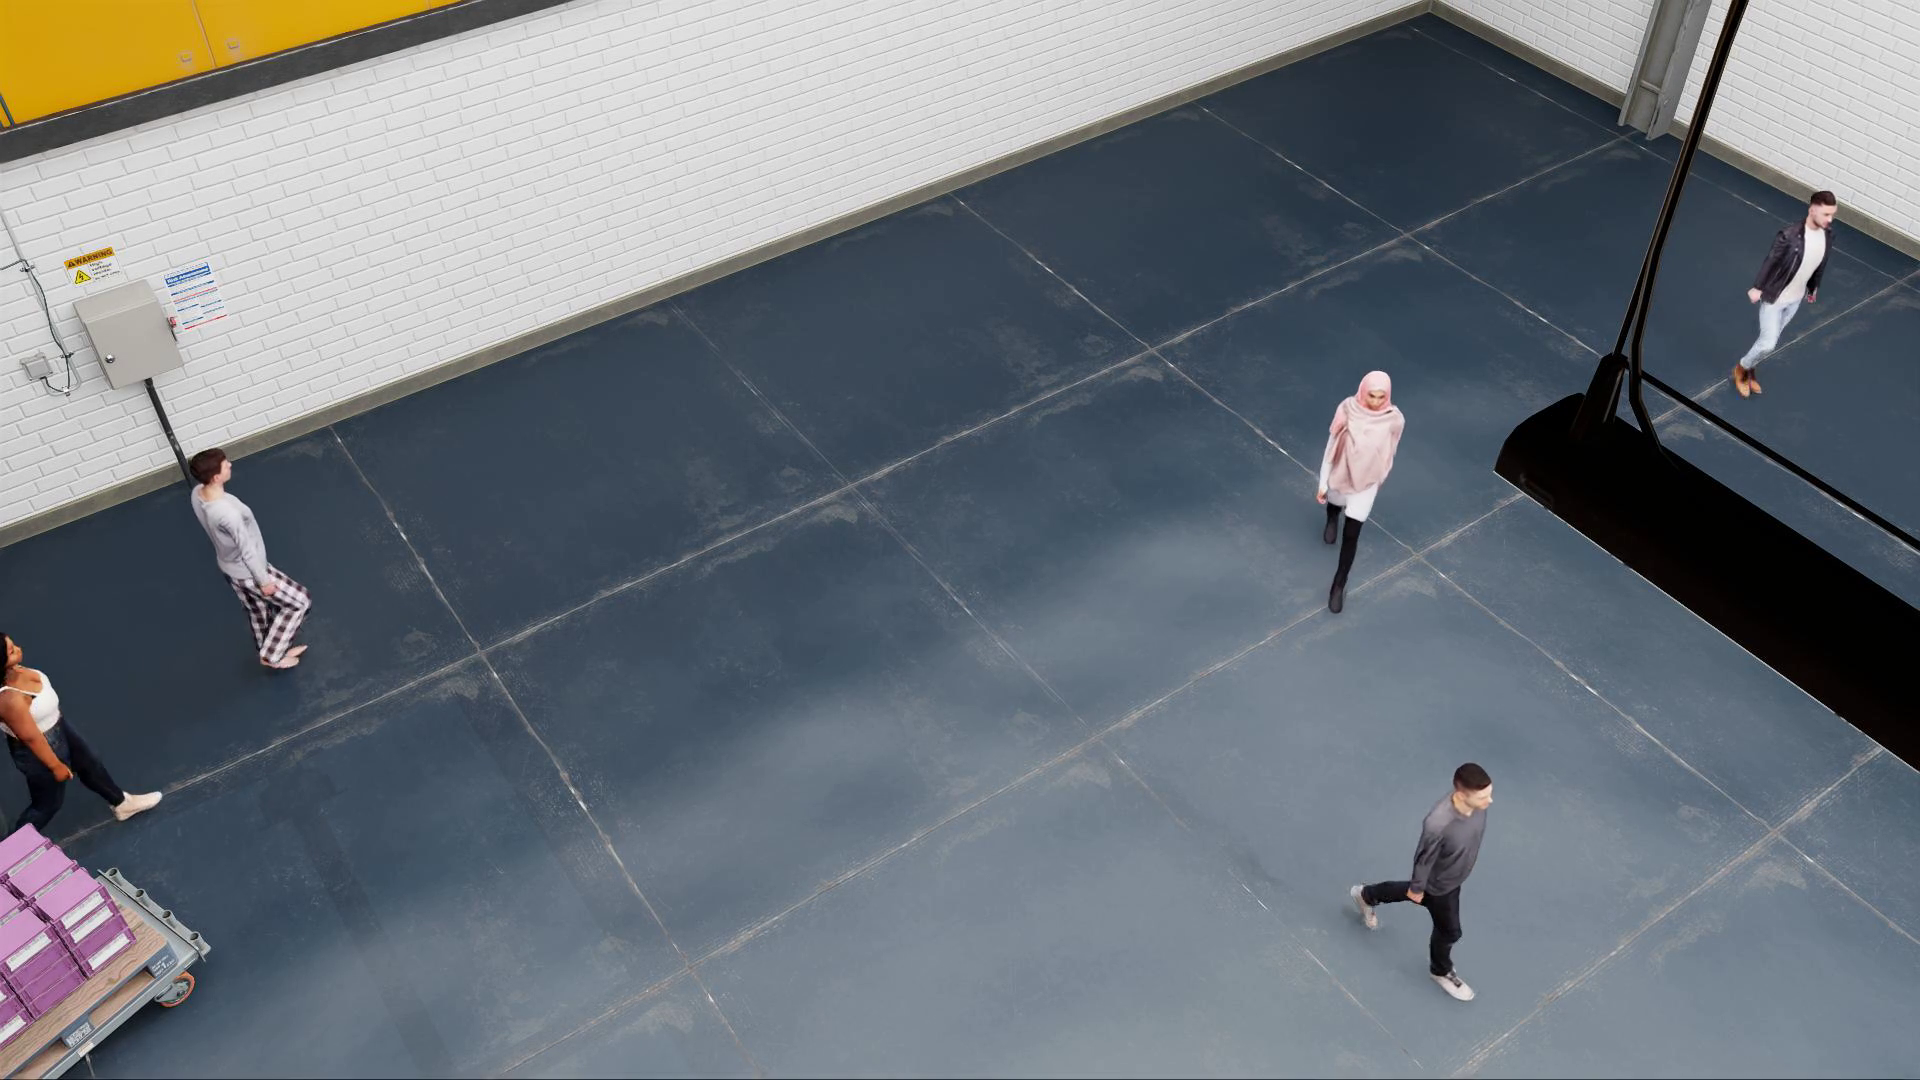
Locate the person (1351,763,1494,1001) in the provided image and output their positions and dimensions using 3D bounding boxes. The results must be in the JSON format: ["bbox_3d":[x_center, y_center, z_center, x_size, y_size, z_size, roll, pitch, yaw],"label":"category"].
[{"bbox_3d":[2.567,1.757,9.078,1.153,1.733,0.793,32,52,29],"label":"person"}]

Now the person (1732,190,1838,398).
[{"bbox_3d":[6.337,-1.954,12.908,0.752,1.822,0.706,-12,45,-13],"label":"person"}]

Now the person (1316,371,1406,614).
[{"bbox_3d":[2.666,-0.457,11.379,1.181,1.764,1.182,10,45,11],"label":"person"}]

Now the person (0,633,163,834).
[{"bbox_3d":[-5.401,1.239,9.592,0.729,1.773,1.113,-23,48,-22],"label":"person"}]

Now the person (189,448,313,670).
[{"bbox_3d":[-4.629,0.207,10.627,0.683,1.840,0.778,32,52,29],"label":"person"}]
